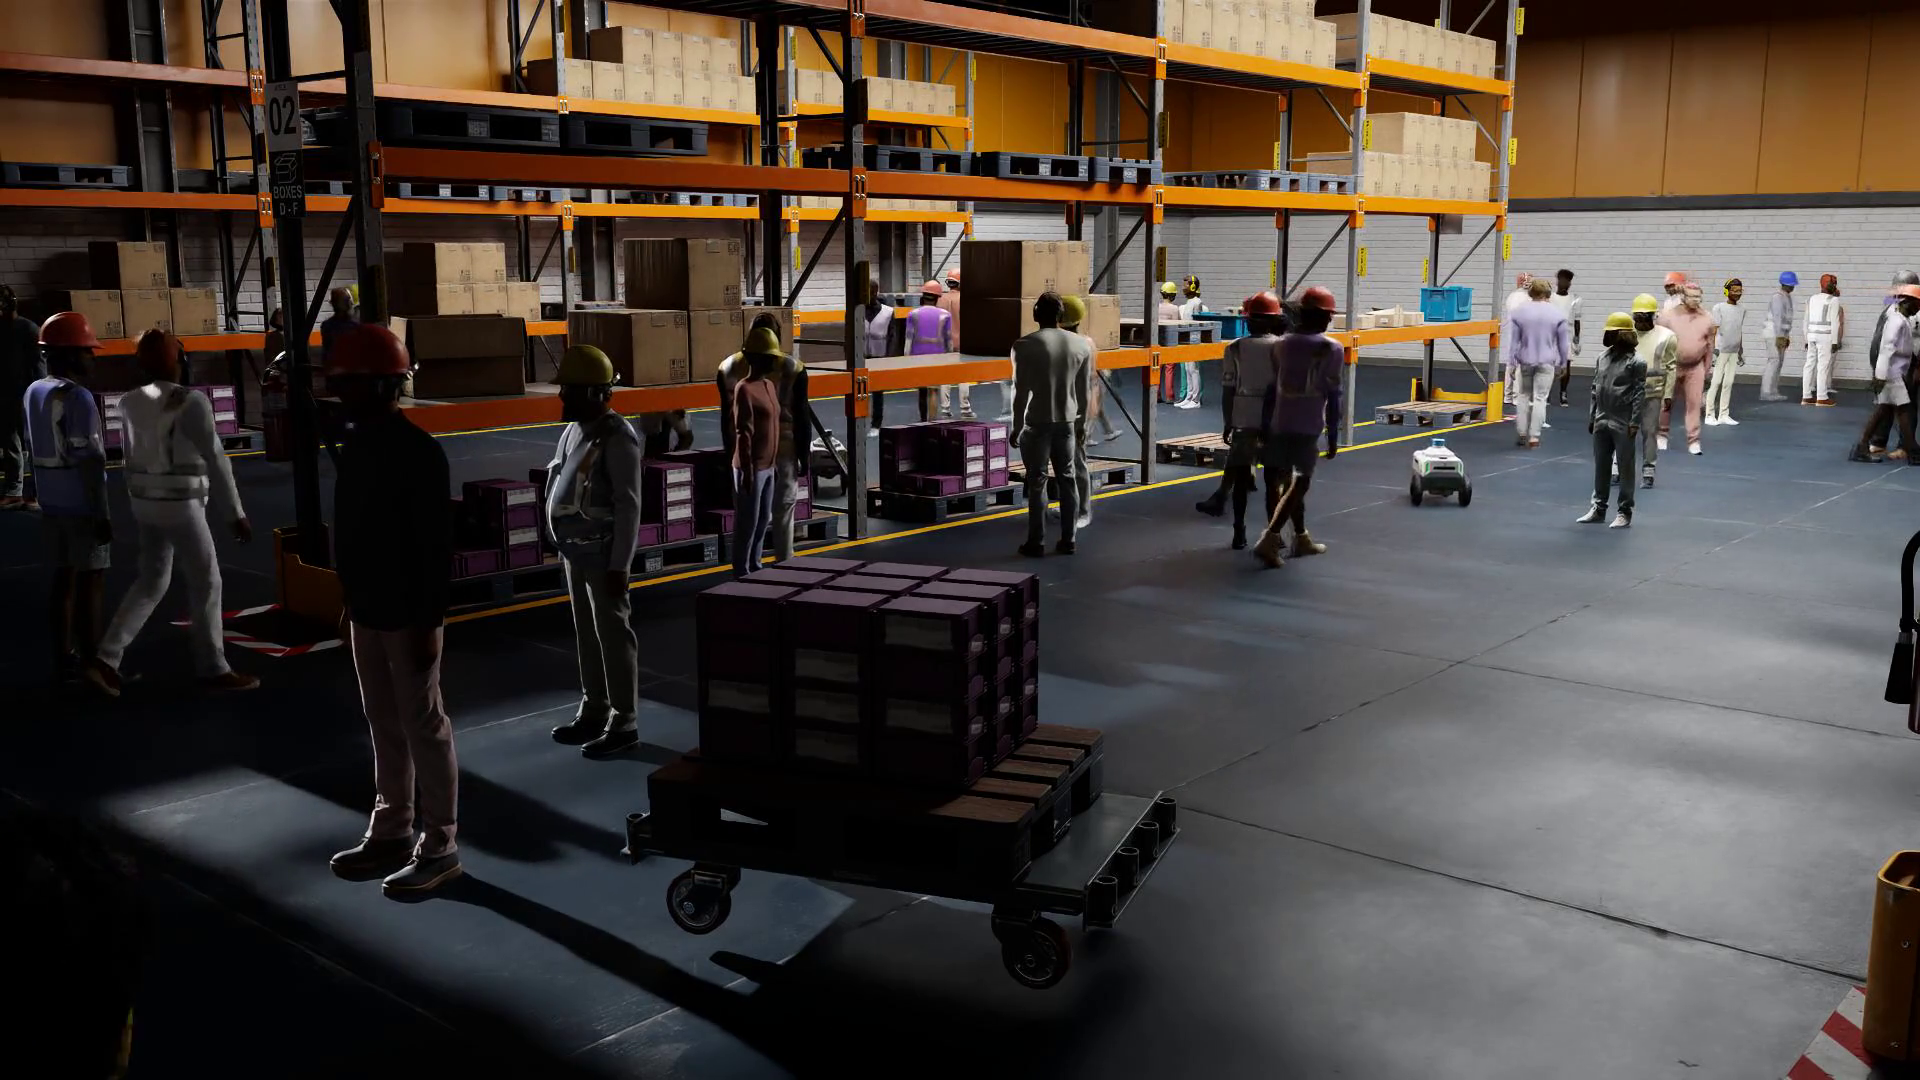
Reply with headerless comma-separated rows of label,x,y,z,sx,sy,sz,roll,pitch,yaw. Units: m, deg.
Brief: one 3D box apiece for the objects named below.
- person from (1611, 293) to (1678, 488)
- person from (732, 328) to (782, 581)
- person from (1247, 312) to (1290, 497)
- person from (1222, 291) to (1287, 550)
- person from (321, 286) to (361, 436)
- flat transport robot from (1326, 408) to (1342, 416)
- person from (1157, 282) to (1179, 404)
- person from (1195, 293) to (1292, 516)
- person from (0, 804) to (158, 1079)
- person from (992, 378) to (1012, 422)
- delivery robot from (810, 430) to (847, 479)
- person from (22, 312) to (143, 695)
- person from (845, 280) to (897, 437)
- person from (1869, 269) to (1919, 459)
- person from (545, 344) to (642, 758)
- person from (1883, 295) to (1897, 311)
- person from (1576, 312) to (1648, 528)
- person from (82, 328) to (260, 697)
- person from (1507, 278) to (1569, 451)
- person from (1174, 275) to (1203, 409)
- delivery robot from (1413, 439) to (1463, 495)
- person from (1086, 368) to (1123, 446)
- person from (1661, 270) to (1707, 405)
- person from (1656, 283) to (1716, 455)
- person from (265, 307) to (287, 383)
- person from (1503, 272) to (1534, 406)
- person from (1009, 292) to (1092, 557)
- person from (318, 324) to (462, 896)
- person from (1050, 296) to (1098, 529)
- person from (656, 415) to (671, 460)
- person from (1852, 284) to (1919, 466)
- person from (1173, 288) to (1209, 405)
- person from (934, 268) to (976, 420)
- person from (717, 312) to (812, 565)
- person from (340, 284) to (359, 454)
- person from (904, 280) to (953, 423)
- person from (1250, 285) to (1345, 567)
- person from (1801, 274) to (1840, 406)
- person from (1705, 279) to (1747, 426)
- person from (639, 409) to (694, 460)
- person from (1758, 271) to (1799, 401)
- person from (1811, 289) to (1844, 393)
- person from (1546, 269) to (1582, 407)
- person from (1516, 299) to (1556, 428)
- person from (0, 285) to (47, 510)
person,6.404,-1.400,15.670,0.601,1.830,0.404,7,12,35
person,-1.250,-0.447,10.444,0.330,1.764,0.528,2,10,14
person,2.819,-1.204,14.984,0.539,1.683,0.444,6,12,31
person,2.240,-0.888,12.456,0.552,1.935,0.374,3,11,19
person,-6.022,-1.575,16.538,0.653,1.888,0.571,2,10,13
flat transport robot,4.618,-1.749,22.101,0.652,0.197,1.431,5,11,25
person,3.005,-2.849,24.106,0.315,1.769,0.523,-8,13,-37
person,2.489,-1.124,13.983,1.022,1.876,0.550,-6,11,-30
person,-0.609,1.122,1.312,0.413,1.848,0.606,-4,11,-23
person,0.697,-2.313,21.530,0.576,1.599,0.529,6,11,29
delivery robot,-1.248,-0.790,15.564,0.477,0.478,0.707,-2,10,-9
person,-4.480,-0.186,8.467,0.553,1.934,0.364,7,12,34
person,-1.067,-2.173,19.971,0.607,1.893,0.486,0,10,-1
person,10.057,-1.890,17.869,0.538,2.000,0.681,-3,10,-16
person,-1.642,0.045,7.441,0.404,1.832,0.600,-7,12,-36
person,14.106,-3.026,24.918,0.563,1.837,0.389,6,12,31
person,5.295,-0.969,13.471,0.295,1.744,0.489,-6,12,-30
person,-3.939,-0.108,8.230,0.704,1.869,0.704,6,12,31
person,6.513,-1.979,18.720,0.641,1.919,0.719,5,11,27
person,3.241,-2.781,23.427,0.329,1.873,0.512,-1,10,-8
delivery robot,4.249,-0.655,14.796,0.477,0.478,0.707,1,10,7
person,1.673,-1.888,19.073,0.826,1.600,0.546,-7,12,-36
person,9.827,-2.710,22.787,0.962,1.967,0.620,1,10,8
person,8.024,-1.903,18.439,0.665,1.899,0.637,2,10,11
person,-7.280,-1.691,17.916,0.498,1.626,0.285,6,12,32
person,8.058,-2.874,23.853,0.408,1.906,0.654,-1,10,-5
person,0.653,-0.841,12.185,0.638,1.938,0.356,-4,11,-22
person,-2.009,0.244,5.847,0.609,1.996,0.379,9,13,41
person,0.903,-1.023,13.404,0.494,1.877,0.704,-4,11,-22
person,-2.921,-1.483,16.530,0.319,1.697,0.533,-3,11,-19
person,9.831,-1.708,17.313,0.895,1.871,0.629,6,12,31
person,3.323,-2.815,23.909,0.529,1.772,0.304,7,12,36
person,-0.055,-2.580,21.929,0.608,1.995,0.377,4,11,24
person,-1.281,-0.582,11.025,0.620,1.836,0.430,1,10,7
person,-6.477,-1.825,18.002,0.648,1.878,0.672,6,11,29
person,-0.385,-2.107,19.573,0.593,1.890,0.947,1,10,7
person,2.379,-0.810,11.872,0.883,2.009,0.629,-8,13,-38
person,12.351,-2.863,23.851,0.362,1.886,0.576,-3,10,-17
person,9.794,-2.392,21.217,0.528,1.869,0.313,-3,10,-18
person,-2.521,-1.248,14.237,0.635,2.029,0.524,8,13,39
person,12.107,-3.005,24.558,0.444,1.926,0.682,9,14,43
person,13.511,-3.104,25.924,0.313,1.640,0.519,-4,11,-22
person,8.516,-2.870,23.710,0.651,1.942,0.612,2,10,13
person,7.216,-2.219,20.894,0.314,1.636,0.516,-9,14,-42
person,-8.161,-1.221,14.354,0.629,1.940,0.373,3,10,14
